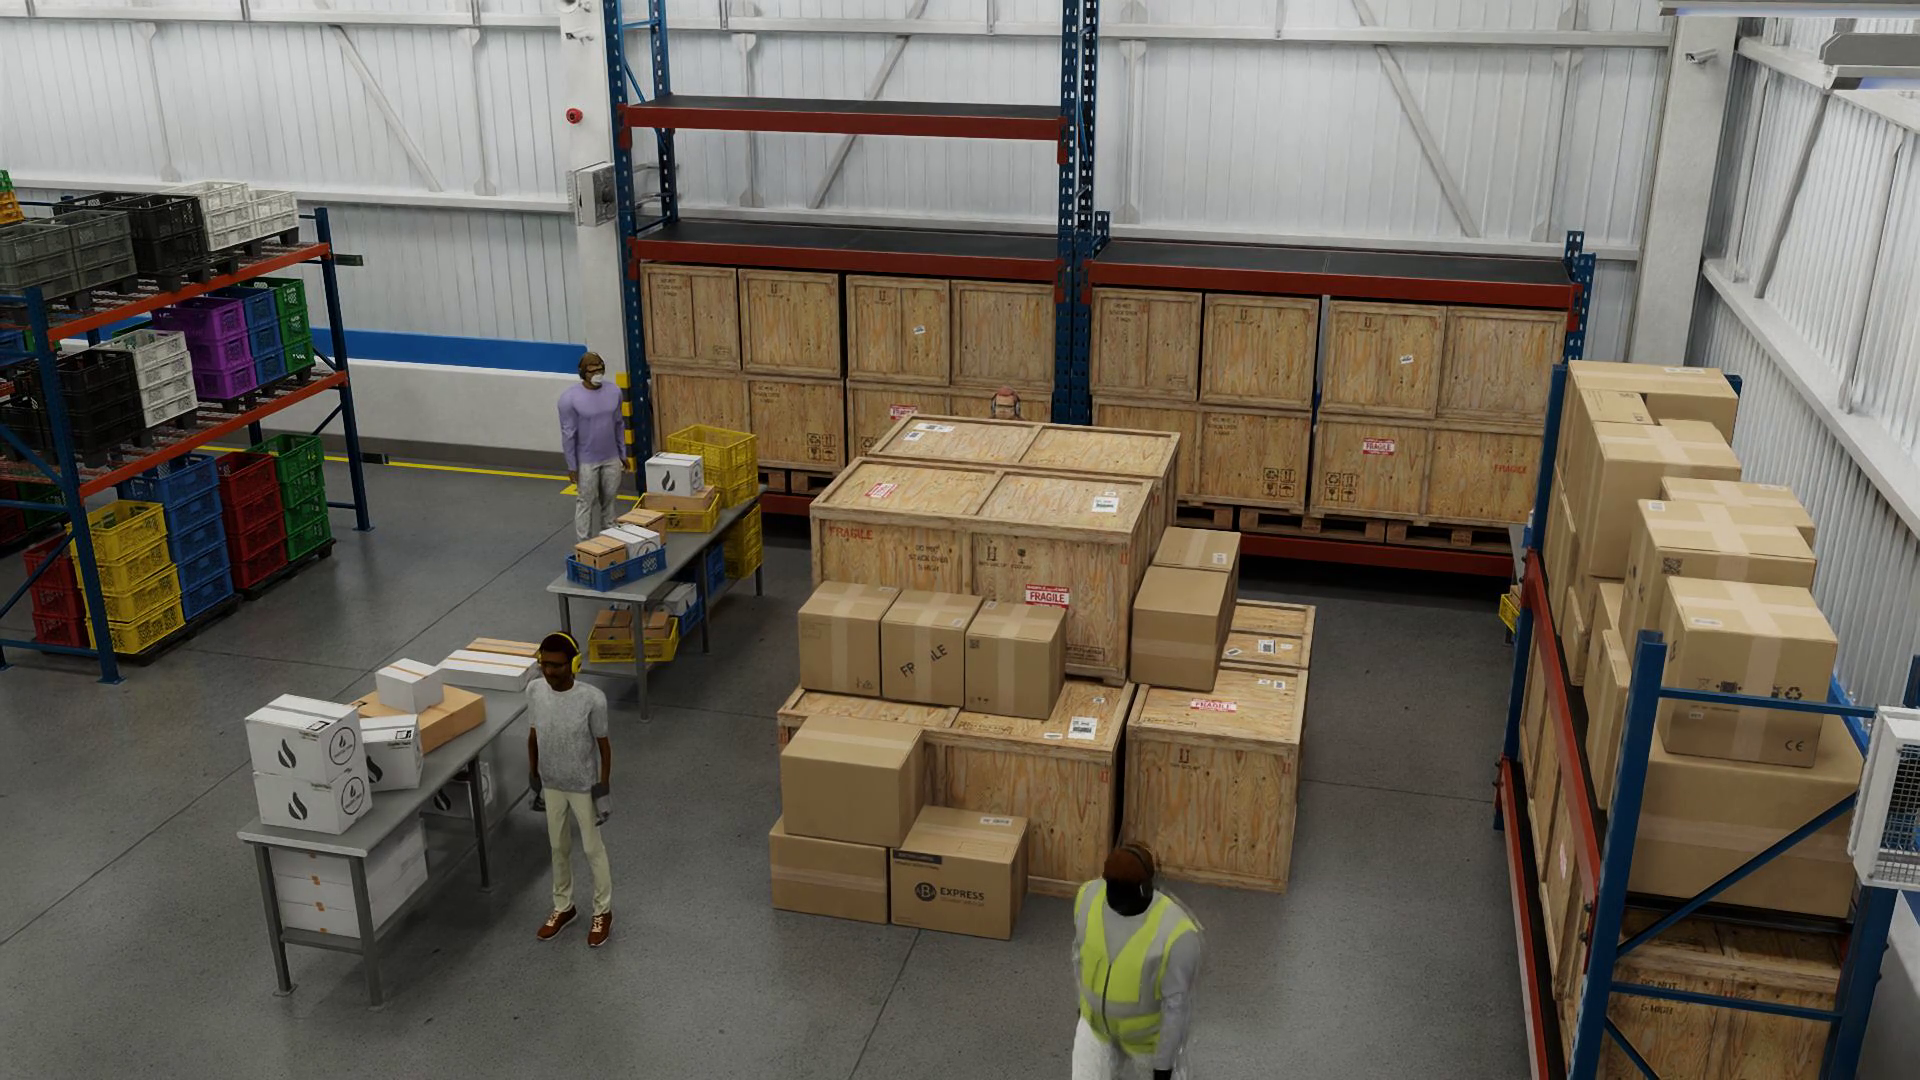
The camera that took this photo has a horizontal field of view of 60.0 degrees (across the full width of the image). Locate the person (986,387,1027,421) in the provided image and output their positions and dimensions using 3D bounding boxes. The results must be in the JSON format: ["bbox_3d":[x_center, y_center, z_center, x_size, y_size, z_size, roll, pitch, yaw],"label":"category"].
[{"bbox_3d":[0.351,-0.322,13.569,0.643,1.913,0.411,5,21,13],"label":"person"}]

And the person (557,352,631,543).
[{"bbox_3d":[-3.164,-0.698,14.515,0.627,1.941,0.371,-19,28,-41],"label":"person"}]

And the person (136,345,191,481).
[{"bbox_3d":[-7.255,-0.949,15.249,0.585,1.881,0.337,13,24,30],"label":"person"}]

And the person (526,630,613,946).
[{"bbox_3d":[-2.167,1.369,9.197,0.510,1.877,0.328,5,21,13],"label":"person"}]

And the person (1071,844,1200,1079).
[{"bbox_3d":[0.700,2.149,7.289,0.639,1.789,0.948,14,25,33],"label":"person"}]
